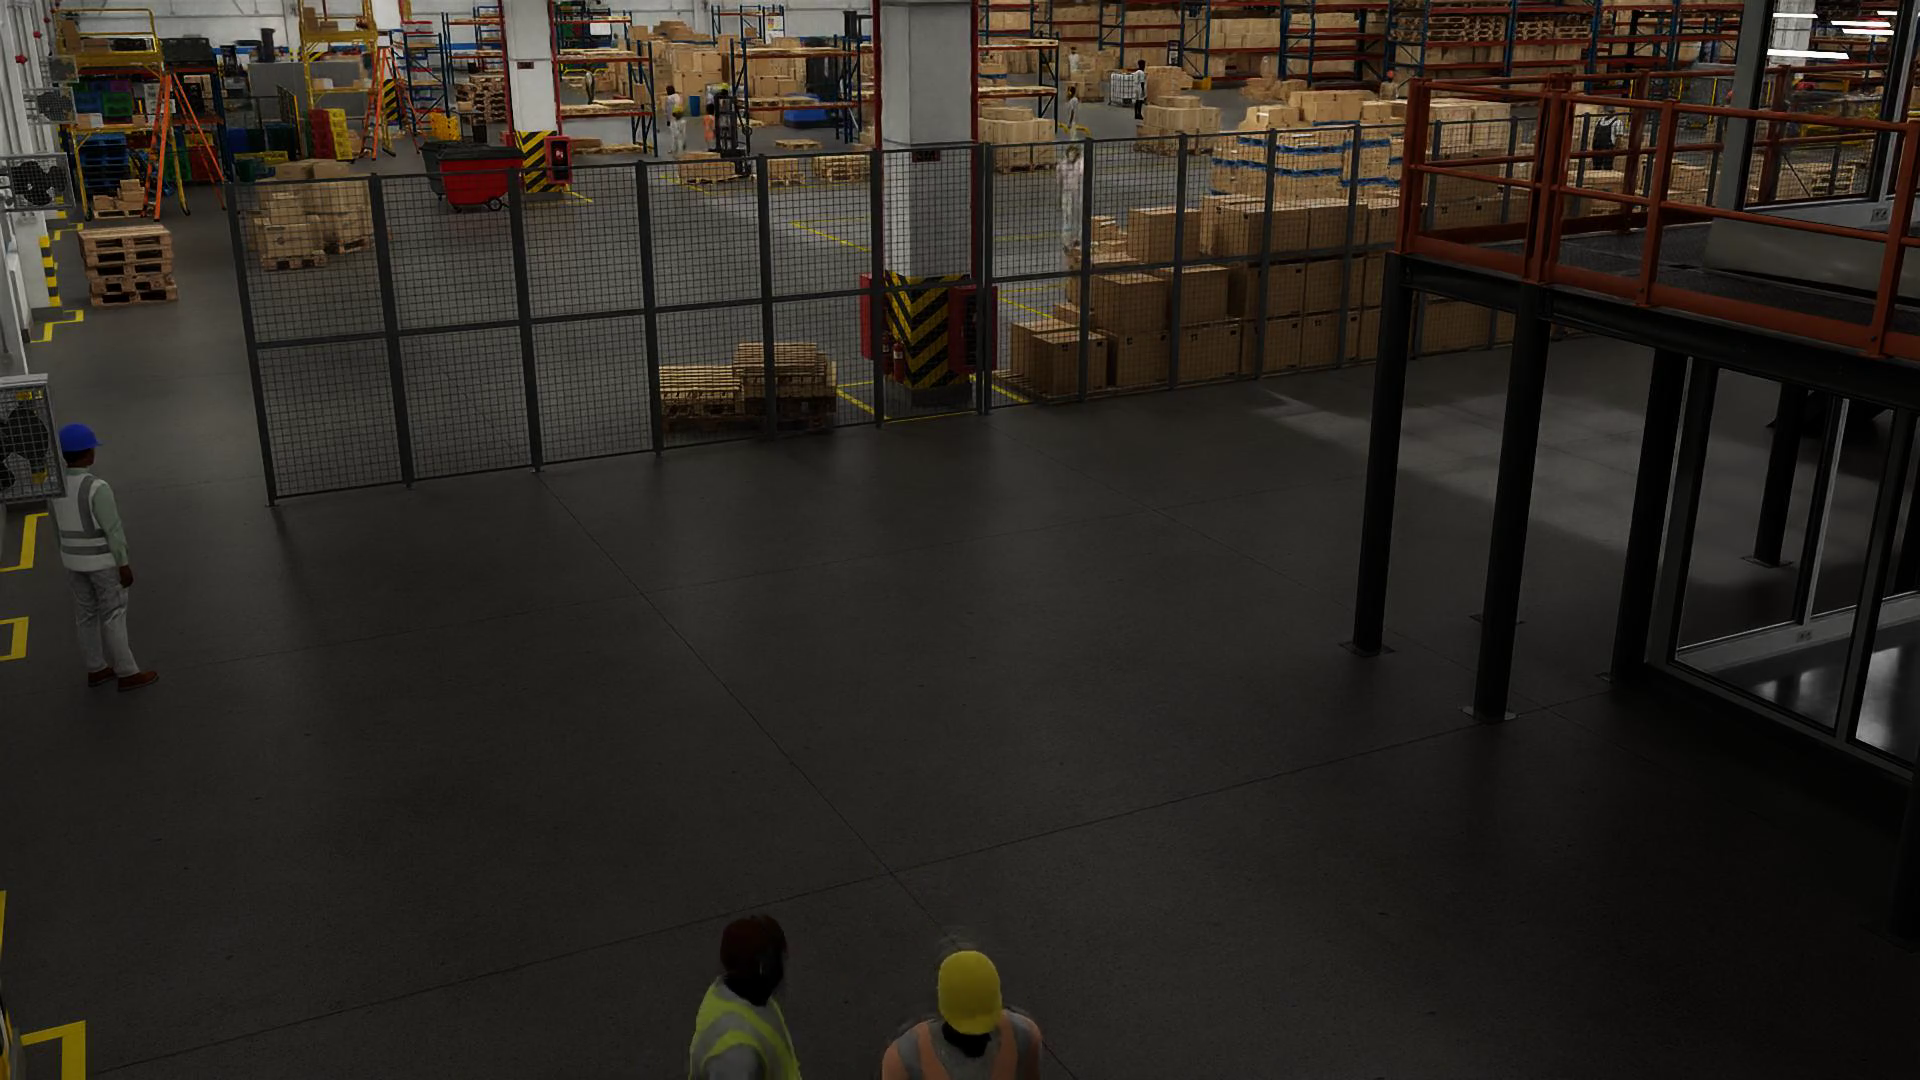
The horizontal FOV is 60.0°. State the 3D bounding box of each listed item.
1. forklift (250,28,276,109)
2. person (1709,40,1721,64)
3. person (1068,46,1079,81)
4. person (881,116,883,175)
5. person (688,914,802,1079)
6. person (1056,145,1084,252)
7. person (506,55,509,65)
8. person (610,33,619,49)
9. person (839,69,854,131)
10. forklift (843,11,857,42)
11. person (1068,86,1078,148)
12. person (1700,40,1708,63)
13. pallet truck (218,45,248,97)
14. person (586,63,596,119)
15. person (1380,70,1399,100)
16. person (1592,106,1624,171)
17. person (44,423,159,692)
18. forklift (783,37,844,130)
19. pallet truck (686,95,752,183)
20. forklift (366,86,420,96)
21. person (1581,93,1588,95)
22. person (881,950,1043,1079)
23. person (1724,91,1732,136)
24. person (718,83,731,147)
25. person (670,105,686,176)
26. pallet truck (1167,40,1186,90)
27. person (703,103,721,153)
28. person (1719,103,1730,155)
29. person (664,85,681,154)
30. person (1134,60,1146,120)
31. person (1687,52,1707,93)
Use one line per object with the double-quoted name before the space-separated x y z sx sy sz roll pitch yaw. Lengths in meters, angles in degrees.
"forklift" -24.737 -16.946 59.793 1.873 2.768 1.129 -9 21 -25
"person" 34.864 -22.332 76.862 0.427 1.925 0.629 -9 21 -25
"person" 4.659 -19.264 68.075 0.507 1.855 0.525 14 24 35
"person" -1.719 -9.492 39.735 0.642 1.879 0.999 14 24 35
"person" -0.749 2.219 5.877 0.433 1.809 0.737 -1 19 -2
"person" 2.044 -6.193 30.142 0.648 1.889 1.049 2 19 6
"person" -18.278 -19.196 67.809 0.550 1.882 0.999 1 19 3
"person" -16.416 -23.256 79.575 0.643 1.904 0.920 -15 24 -37
"person" -3.551 -13.778 52.084 0.583 1.911 0.394 17 25 40
"forklift" -5.509 -25.078 83.367 1.873 2.768 1.129 -9 21 -25
"person" 3.036 -11.338 45.076 0.331 1.865 0.519 6 20 17
"person" 34.666 -22.582 77.598 0.629 1.902 0.564 -3 19 -10
"pallet truck" -28.879 -18.665 66.111 0.823 1.965 1.885 -3 19 -9
"person" -12.508 -15.223 56.383 0.341 1.839 0.501 -2 19 -6
"person" 13.195 -13.494 51.237 0.550 1.921 0.569 1 19 2
"person" 14.553 -8.861 37.624 0.538 2.000 0.690 -12 22 -31
"person" -6.080 0.131 11.701 0.605 1.946 0.394 8 20 21
"forklift" -4.598 -14.447 52.549 1.873 2.768 1.129 -10 21 -27
"pallet truck" -5.836 -9.608 39.856 0.823 1.965 1.885 10 22 27
"forklift" -22.536 -19.027 65.825 1.129 2.768 1.873 14 23 35
"person" 16.630 -11.138 44.701 0.884 1.724 0.532 2 19 5
"person" 0.029 2.228 5.744 0.583 1.863 1.035 -5 20 -13
"person" 19.443 -10.335 42.004 0.439 1.981 0.628 14 23 34
"person" -6.473 -11.576 45.702 0.737 1.894 0.628 9 21 25
"person" -6.858 -9.713 40.559 0.389 1.725 0.513 -15 24 -37
"pallet truck" 9.045 -19.971 69.895 0.823 1.965 1.885 -3 19 -8
"person" -6.227 -10.106 41.768 0.359 1.689 0.553 -15 24 -36
"person" 20.856 -11.144 44.825 0.550 1.663 0.799 -13 23 -34
"person" -7.923 -11.598 45.871 0.430 1.838 0.620 5 20 15
"person" 6.061 -15.121 55.883 0.367 1.966 0.606 -6 20 -16
"person" 29.952 -18.979 67.517 0.549 1.662 0.687 -16 25 -38
